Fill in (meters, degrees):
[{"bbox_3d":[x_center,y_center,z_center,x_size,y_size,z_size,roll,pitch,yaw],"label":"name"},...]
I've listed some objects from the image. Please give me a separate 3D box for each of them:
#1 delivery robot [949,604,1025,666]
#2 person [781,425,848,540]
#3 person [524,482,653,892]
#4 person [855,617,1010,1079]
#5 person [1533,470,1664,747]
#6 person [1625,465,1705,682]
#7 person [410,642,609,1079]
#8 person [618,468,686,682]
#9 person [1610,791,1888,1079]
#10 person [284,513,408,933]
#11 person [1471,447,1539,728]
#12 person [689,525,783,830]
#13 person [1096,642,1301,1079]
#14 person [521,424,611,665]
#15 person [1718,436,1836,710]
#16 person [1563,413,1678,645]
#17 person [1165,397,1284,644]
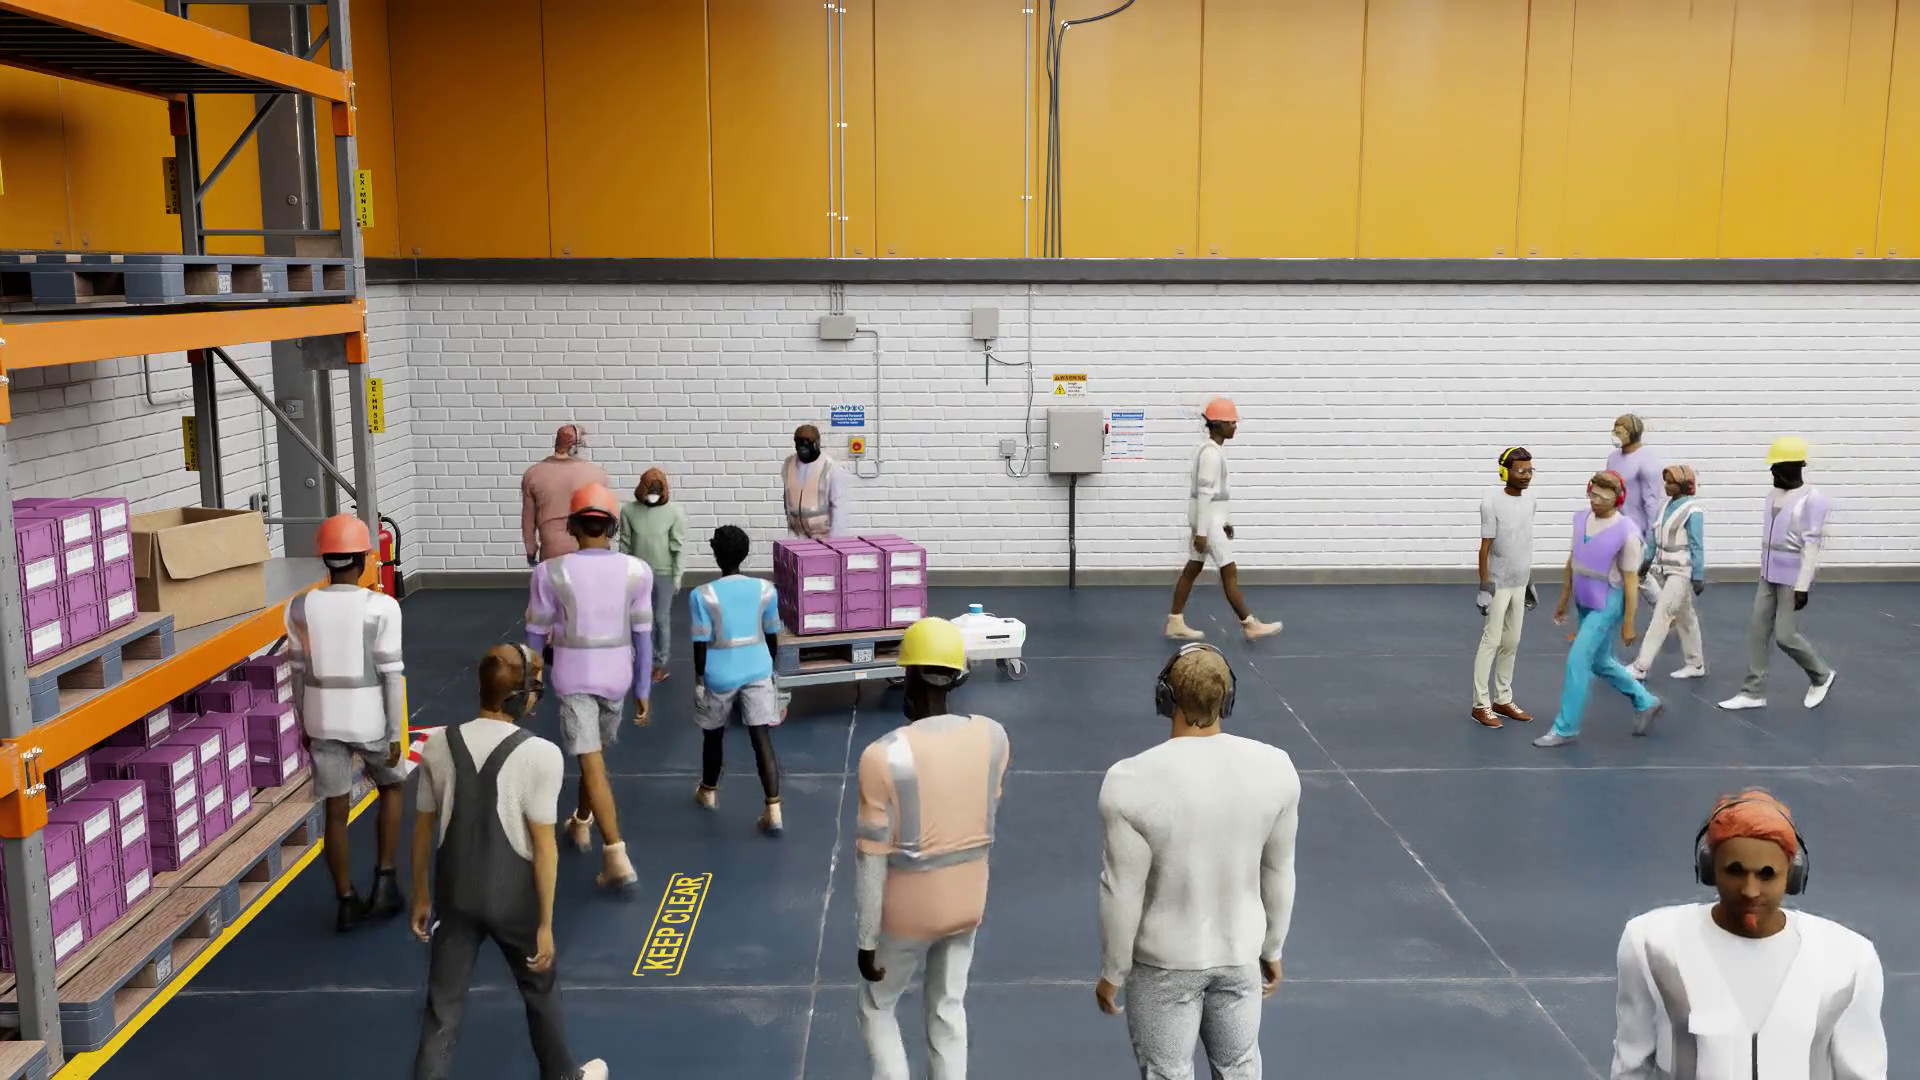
[{"bbox_3d":[0.117,0.717,12.285,0.707,0.478,0.477,-3,10,-16],"label":"delivery robot"},{"bbox_3d":[-1.202,-0.073,13.713,0.635,1.774,1.043,4,10,23],"label":"person"},{"bbox_3d":[-1.833,0.706,8.310,0.636,1.977,1.109,-5,11,-30],"label":"person"},{"bbox_3d":[-0.115,1.199,5.497,0.592,1.902,0.421,-6,11,-32],"label":"person"},{"bbox_3d":[4.122,0.429,10.562,0.888,1.799,0.576,-1,9,-9],"label":"person"},{"bbox_3d":[5.164,0.253,12.218,0.827,1.603,0.519,0,9,0],"label":"person"},{"bbox_3d":[-1.607,1.246,5.635,0.576,1.790,0.913,1,9,5],"label":"person"},{"bbox_3d":[-2.250,0.272,12.097,0.535,1.600,0.548,1,9,5],"label":"person"},{"bbox_3d":[1.838,1.492,3.924,0.578,1.835,0.990,3,10,15],"label":"person"},{"bbox_3d":[-2.803,0.835,7.669,0.542,1.919,0.504,-1,9,-4],"label":"person"},{"bbox_3d":[3.652,0.306,11.070,0.534,1.869,0.311,-6,11,-32],"label":"person"},{"bbox_3d":[-1.212,0.739,9.091,0.545,1.652,0.881,-5,11,-29],"label":"person"},{"bbox_3d":[0.704,1.260,5.010,0.627,1.941,0.372,-2,10,-14],"label":"person"},{"bbox_3d":[-2.982,0.044,12.657,0.678,1.880,0.533,-1,9,-7],"label":"person"},{"bbox_3d":[5.630,0.244,11.328,0.718,1.904,0.617,-1,9,-8],"label":"person"},{"bbox_3d":[5.437,-0.089,13.443,1.022,1.895,0.647,-1,9,-6],"label":"person"},{"bbox_3d":[2.154,-0.147,13.457,1.009,1.991,0.637,1,9,6],"label":"person"}]
